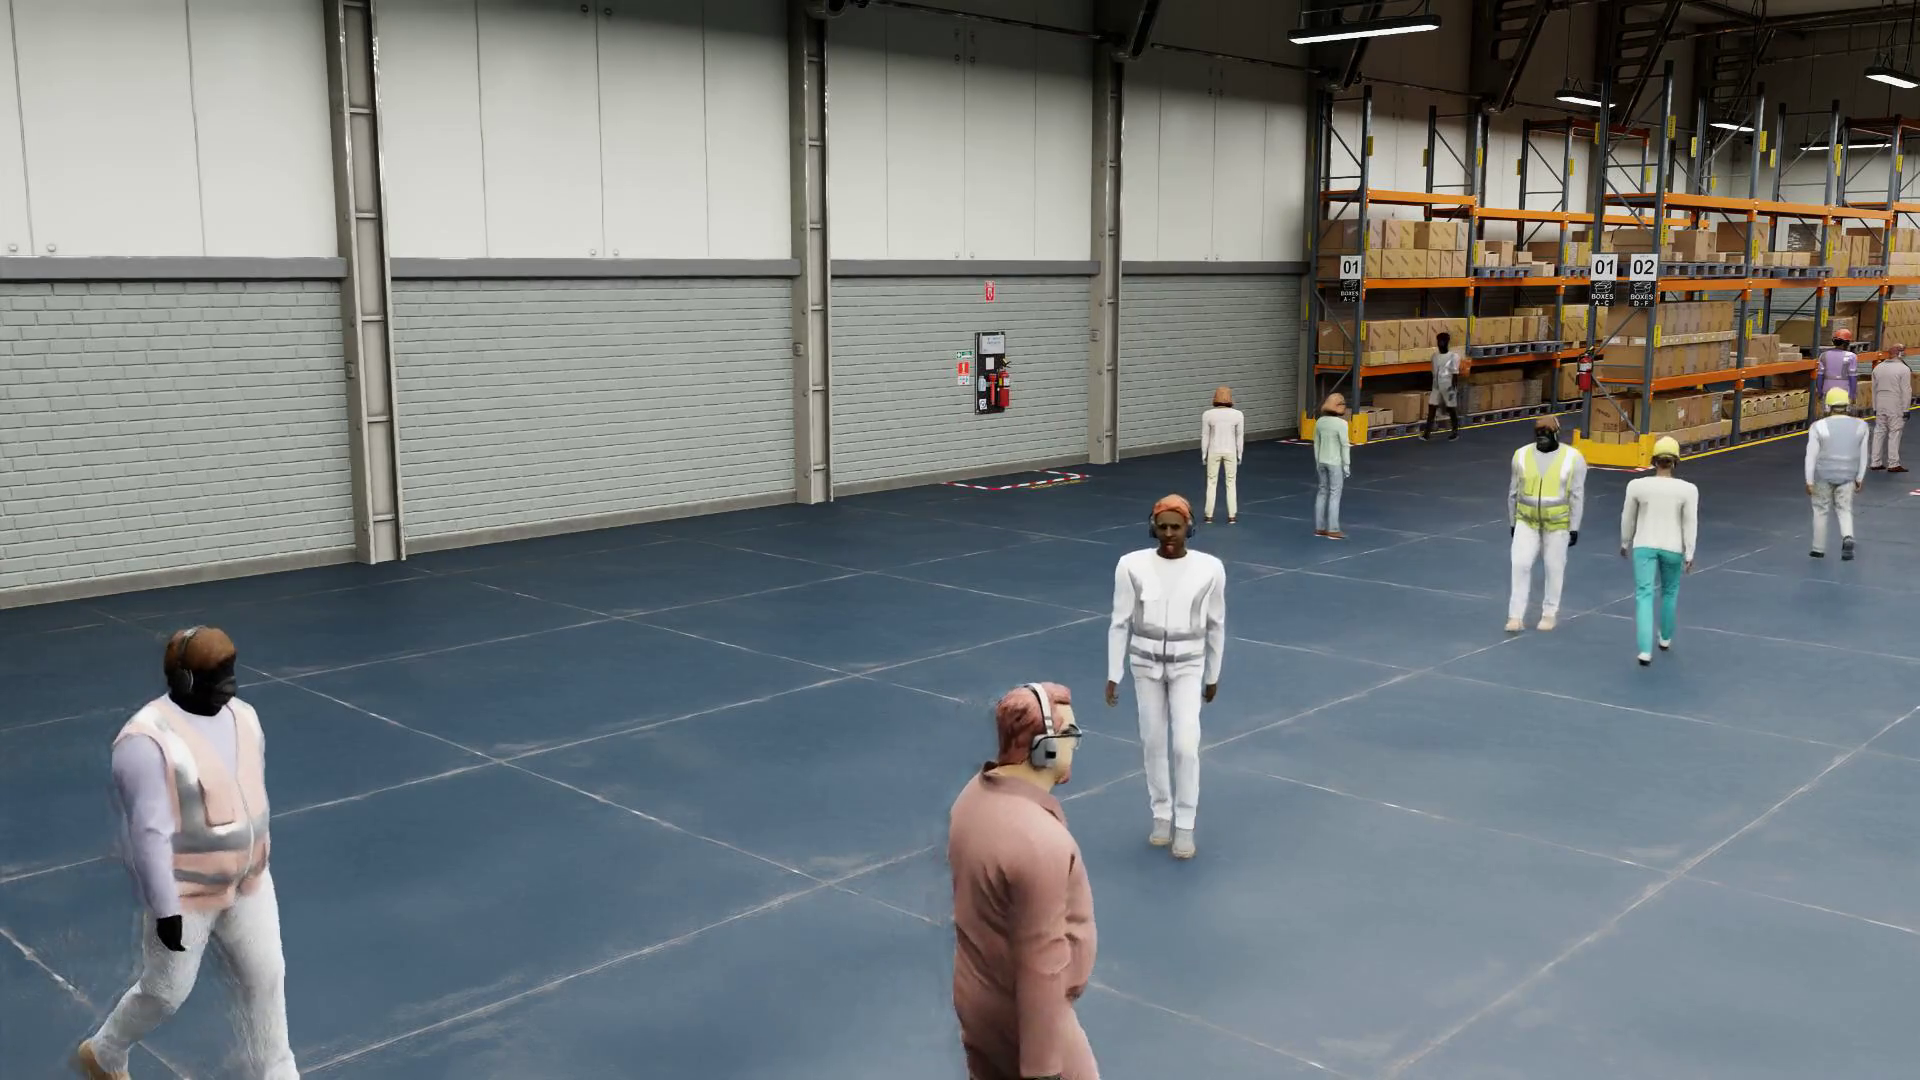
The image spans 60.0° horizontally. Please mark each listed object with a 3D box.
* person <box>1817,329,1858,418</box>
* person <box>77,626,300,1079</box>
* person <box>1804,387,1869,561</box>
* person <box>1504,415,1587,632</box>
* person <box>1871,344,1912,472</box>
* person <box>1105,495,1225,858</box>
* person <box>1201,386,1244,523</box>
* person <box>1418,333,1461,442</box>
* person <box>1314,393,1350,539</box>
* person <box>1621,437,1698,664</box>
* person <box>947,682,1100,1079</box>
[{"bbox_3d":[14.200,-2.390,26.915,0.379,2.041,0.616,-7,12,-37],"label":"person"},{"bbox_3d":[-2.709,1.184,5.851,0.885,1.816,0.619,4,10,21],"label":"person"},{"bbox_3d":[8.957,-0.657,17.024,0.607,1.820,0.590,1,9,9],"label":"person"},{"bbox_3d":[4.806,-0.114,13.749,0.631,1.818,0.764,6,11,31],"label":"person"},{"bbox_3d":[13.876,-1.965,24.746,0.410,1.906,0.642,-3,10,-20],"label":"person"},{"bbox_3d":[1.052,0.706,8.584,0.583,1.861,0.638,2,10,14],"label":"person"},{"bbox_3d":[3.111,-1.008,19.774,0.498,1.626,0.299,1,9,5],"label":"person"},{"bbox_3d":[8.385,-2.646,28.876,0.998,1.913,0.622,-7,12,-38],"label":"person"},{"bbox_3d":[4.179,-0.831,18.658,0.268,1.630,0.507,-5,11,-30],"label":"person"},{"bbox_3d":[5.411,0.066,12.915,0.538,1.722,0.888,3,10,20],"label":"person"},{"bbox_3d":[0.188,1.330,4.705,0.455,1.886,0.672,-3,10,-17],"label":"person"}]
